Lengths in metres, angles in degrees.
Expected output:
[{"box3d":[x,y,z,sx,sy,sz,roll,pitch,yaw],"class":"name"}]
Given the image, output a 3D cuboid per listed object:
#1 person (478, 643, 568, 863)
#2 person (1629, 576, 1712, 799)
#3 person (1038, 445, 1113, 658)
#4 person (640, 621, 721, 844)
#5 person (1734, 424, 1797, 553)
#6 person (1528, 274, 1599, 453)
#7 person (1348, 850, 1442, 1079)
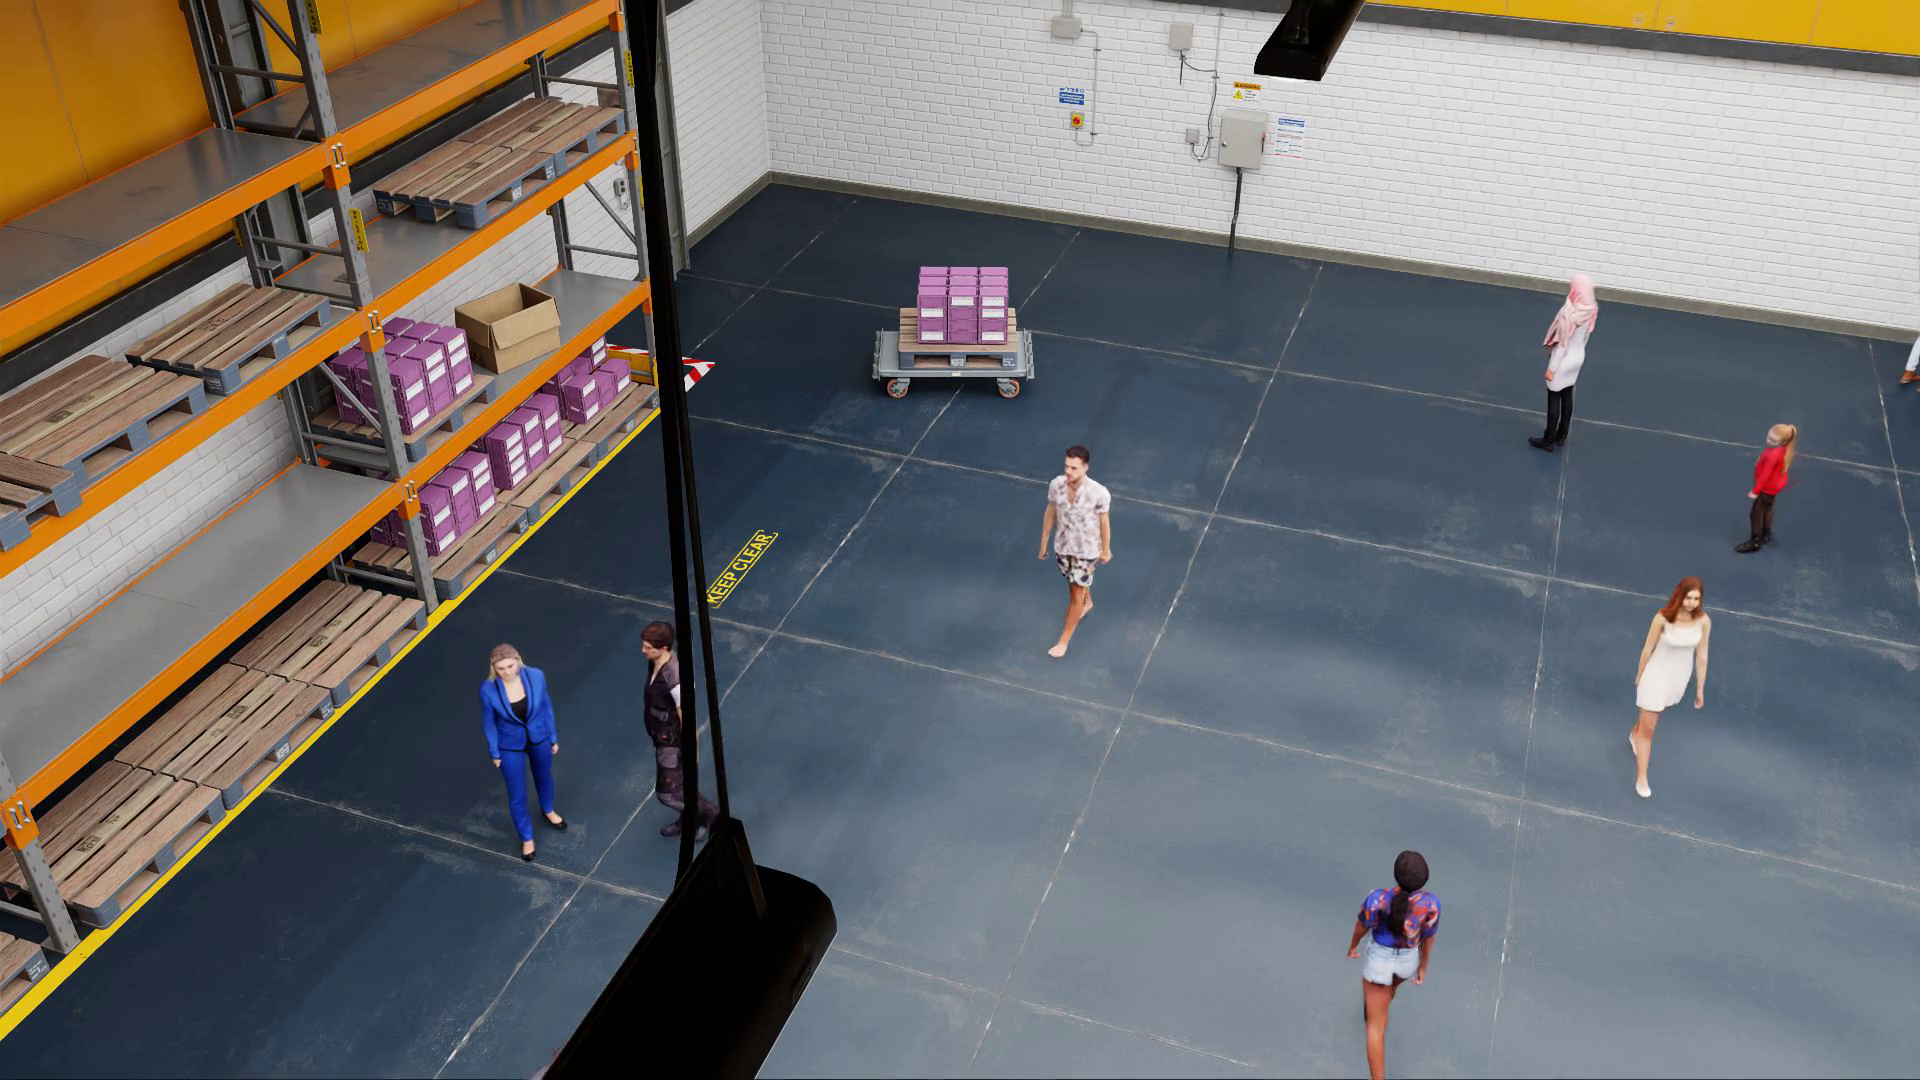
[{"box3d":[-2.973,1.344,11.315,0.808,1.690,0.864,-24,40,-32],"class":"person"},{"box3d":[5.059,0.927,11.955,0.758,1.675,1.095,2,34,3],"class":"person"},{"box3d":[0.982,-0.007,13.275,0.879,1.771,1.190,21,39,29],"class":"person"},{"box3d":[-1.860,1.274,11.286,0.872,1.839,0.814,-15,37,-22],"class":"person"},{"box3d":[7.050,-0.478,14.443,0.554,1.262,0.768,-26,42,-34],"class":"person"},{"box3d":[5.750,-1.686,15.772,0.712,1.803,0.797,-20,39,-28],"class":"person"},{"box3d":[2.475,2.516,9.548,0.813,1.695,1.227,3,34,4],"class":"person"}]
